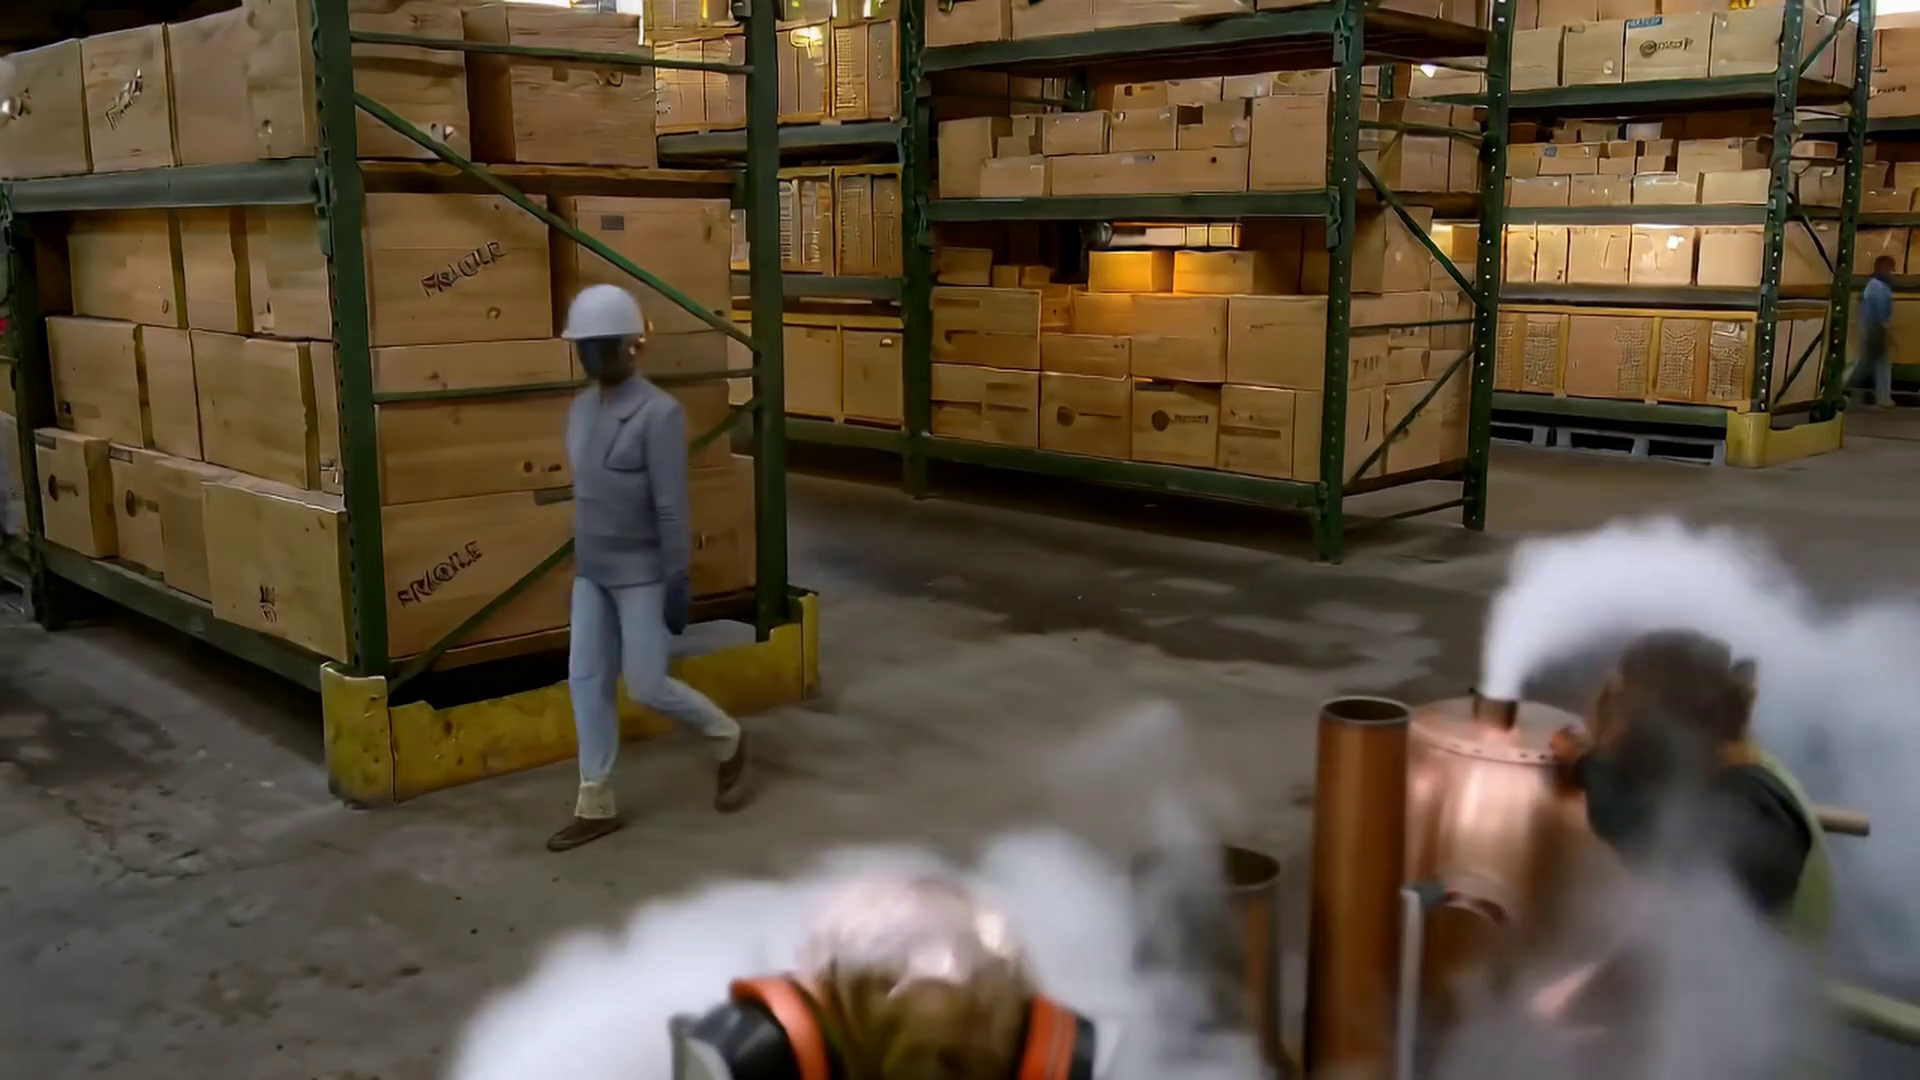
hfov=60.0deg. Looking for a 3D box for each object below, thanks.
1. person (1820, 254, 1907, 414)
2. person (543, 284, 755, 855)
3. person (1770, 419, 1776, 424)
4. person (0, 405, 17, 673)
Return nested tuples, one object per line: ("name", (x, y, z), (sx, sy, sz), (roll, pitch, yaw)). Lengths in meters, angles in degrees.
("person", (10.942, -2.478, 20.033), (0.901, 1.916, 0.635), (9, 14, 40))
("person", (-1.120, 0.087, 5.856), (0.620, 1.968, 0.787), (8, 13, 39))
("person", (8.657, -2.146, 18.253), (0.554, 1.893, 0.932), (-8, 13, -36))
("person", (-4.367, -0.051, 7.216), (0.537, 1.758, 0.424), (-10, 14, -42))
